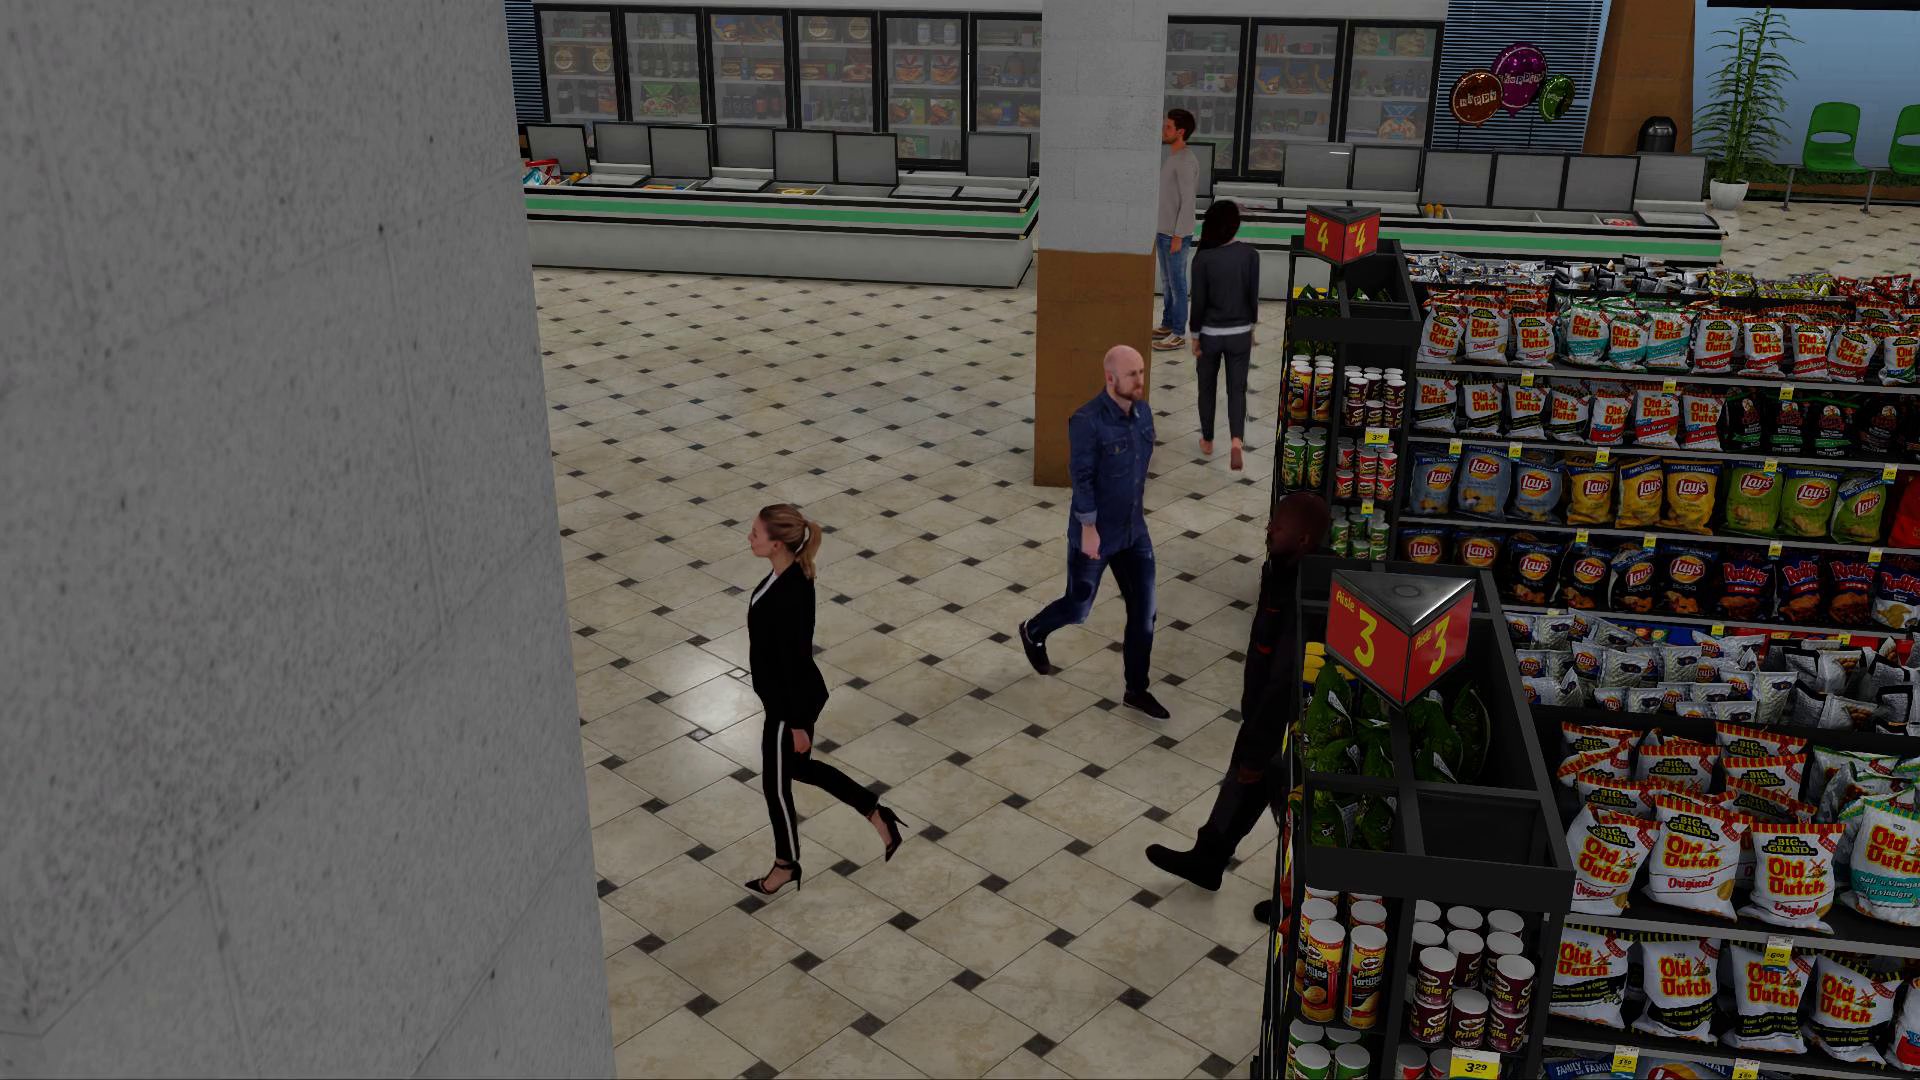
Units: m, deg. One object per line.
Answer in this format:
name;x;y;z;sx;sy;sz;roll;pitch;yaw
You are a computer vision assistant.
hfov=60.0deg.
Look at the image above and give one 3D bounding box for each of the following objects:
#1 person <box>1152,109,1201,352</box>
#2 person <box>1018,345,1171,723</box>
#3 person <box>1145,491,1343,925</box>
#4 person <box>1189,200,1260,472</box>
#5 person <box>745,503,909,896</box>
person;1.723;-2.486;13.318;0.689;1.905;0.724;-3;24;-7
person;0.637;-0.037;7.854;1.134;1.798;1.246;-19;30;-37
person;1.325;0.665;6.241;0.978;1.806;0.722;4;24;9
person;1.734;-1.303;10.814;1.010;1.746;0.806;0;24;0
person;-0.559;0.650;6.420;0.918;1.690;0.675;1;24;2
